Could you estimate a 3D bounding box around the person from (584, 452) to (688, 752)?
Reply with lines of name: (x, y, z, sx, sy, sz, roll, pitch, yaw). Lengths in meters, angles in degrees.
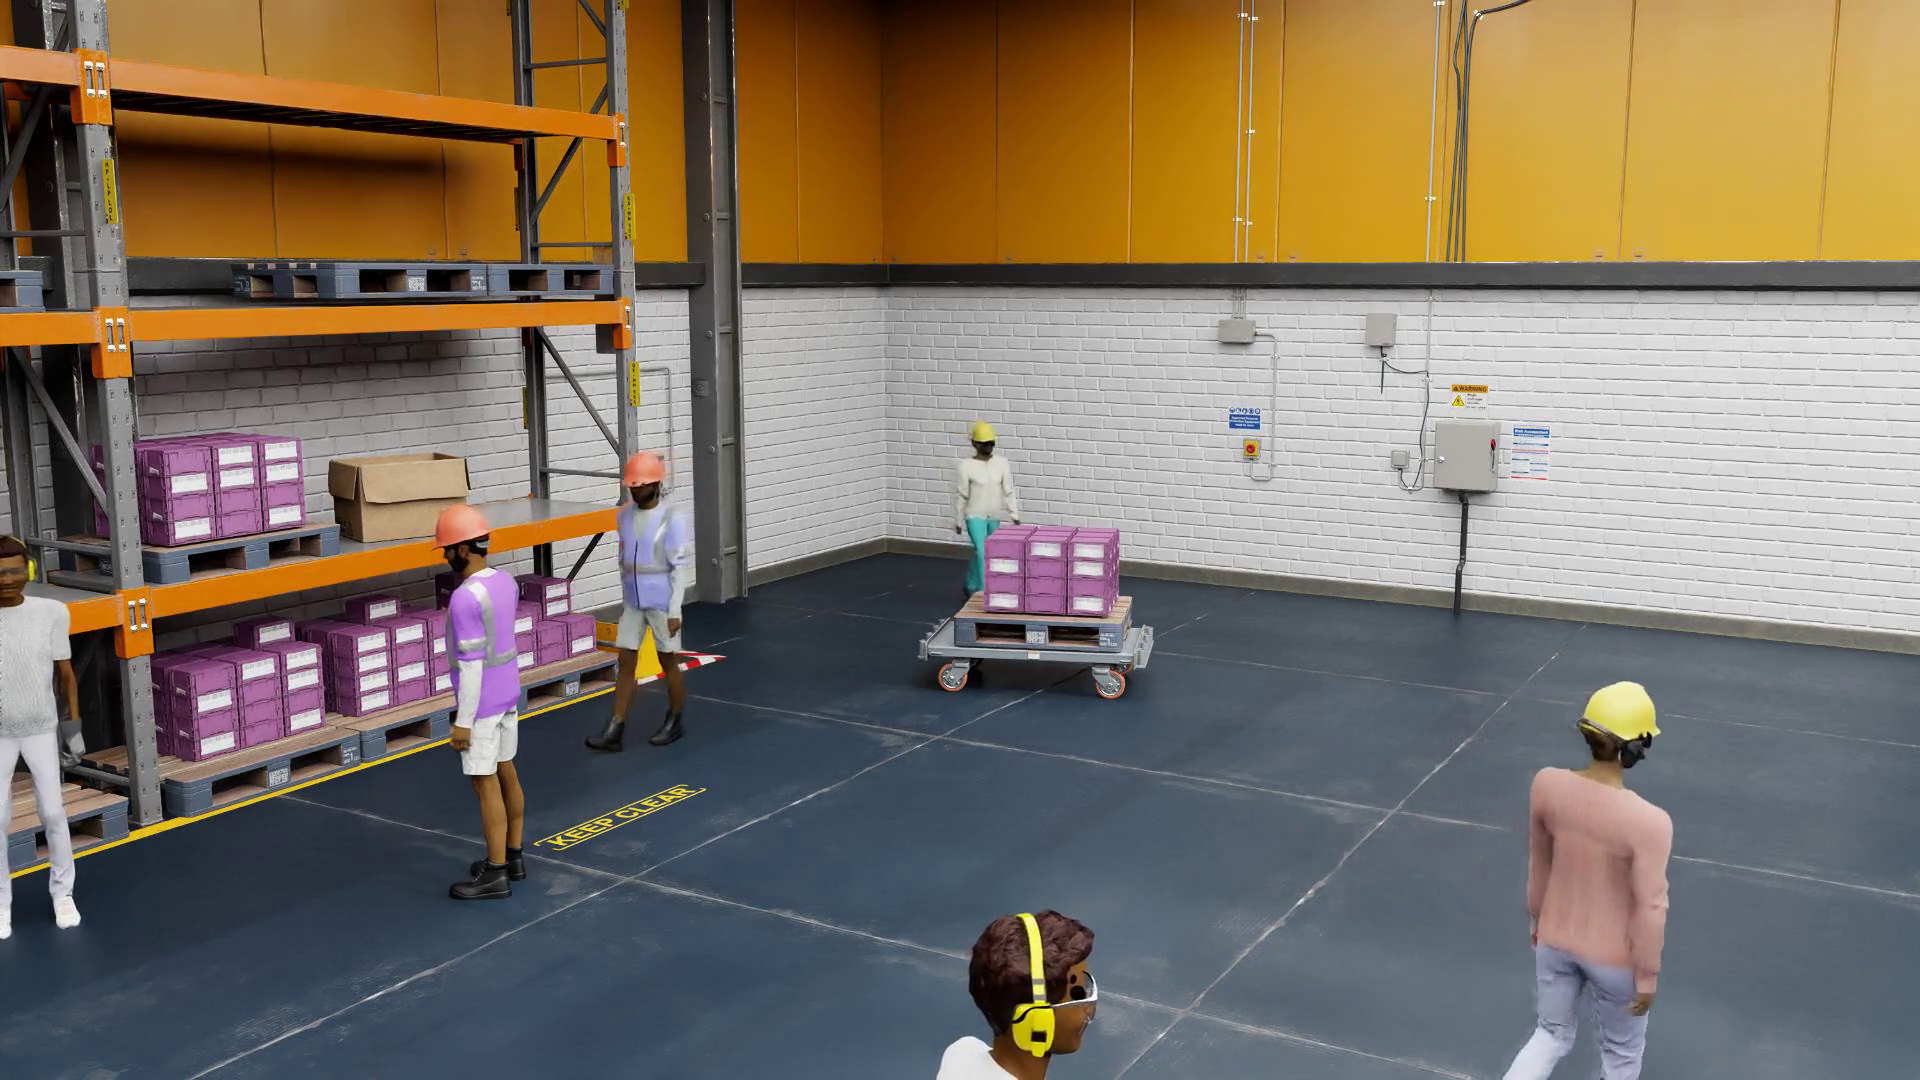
person: (-2.011, 0.409, 10.469, 0.571, 1.907, 0.796, 5, 10, 27)

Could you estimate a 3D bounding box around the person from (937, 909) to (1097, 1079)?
person: (0.110, 1.600, 3.171, 0.310, 1.869, 0.532, -3, 10, -20)

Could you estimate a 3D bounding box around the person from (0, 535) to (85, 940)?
person: (-4.312, 0.894, 7.623, 0.520, 1.857, 0.321, -5, 10, -28)

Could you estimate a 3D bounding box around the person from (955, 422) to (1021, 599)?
person: (0.185, -0.218, 14.968, 0.521, 1.726, 0.898, -6, 11, -31)

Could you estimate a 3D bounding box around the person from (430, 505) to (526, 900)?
person: (-2.338, 0.785, 8.073, 0.381, 1.928, 0.542, 1, 9, 7)

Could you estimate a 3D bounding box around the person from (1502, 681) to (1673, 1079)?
person: (1.992, 1.311, 5.346, 0.659, 1.743, 0.528, -6, 11, -34)
